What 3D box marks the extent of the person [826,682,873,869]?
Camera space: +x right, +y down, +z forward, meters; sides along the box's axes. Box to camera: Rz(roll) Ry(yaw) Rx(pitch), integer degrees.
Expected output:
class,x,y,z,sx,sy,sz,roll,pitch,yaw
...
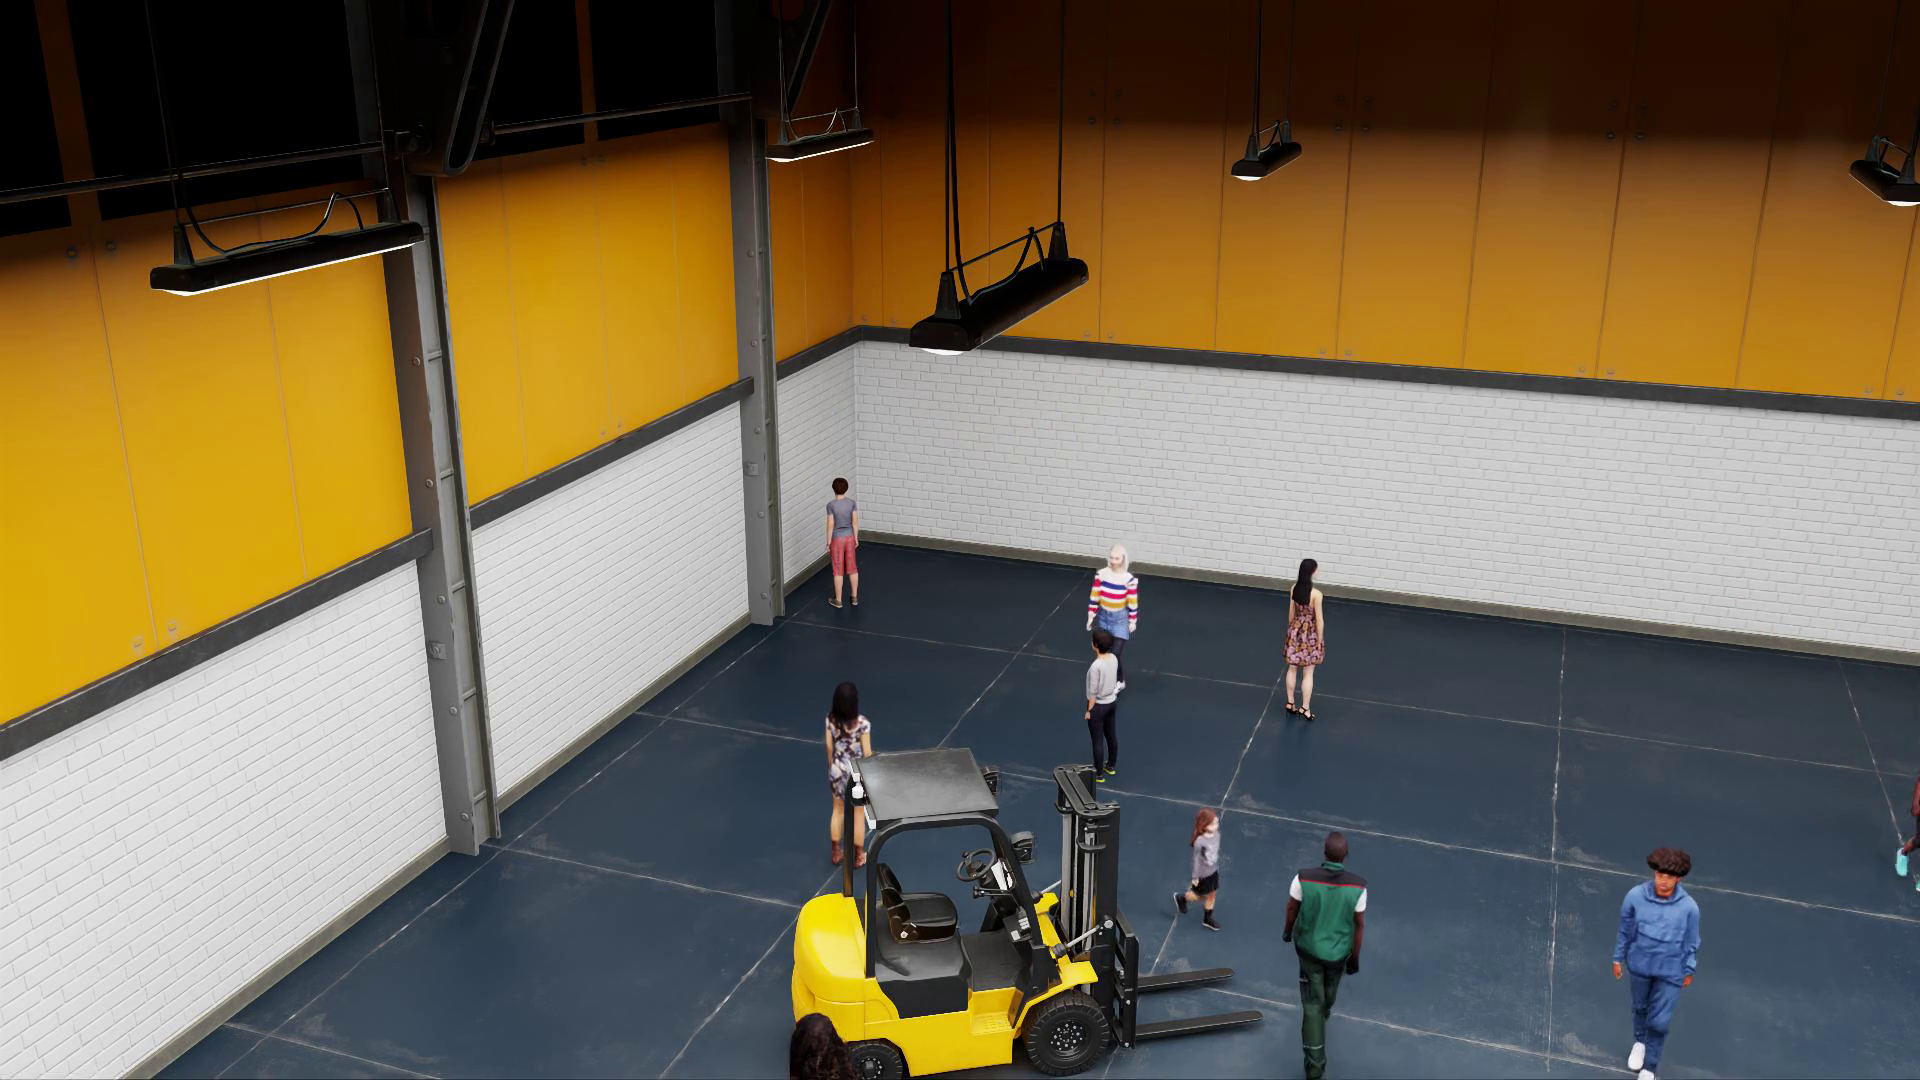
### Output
class,x,y,z,sx,sy,sz,roll,pitch,yaw
person,-0.978,2.060,14.578,0.603,1.735,0.510,7,20,19

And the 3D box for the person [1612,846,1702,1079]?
class,x,y,z,sx,sy,sz,roll,pitch,yaw
person,4.954,2.967,11.799,0.826,1.790,0.969,13,22,33

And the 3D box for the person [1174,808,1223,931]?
class,x,y,z,sx,sy,sz,roll,pitch,yaw
person,1.981,2.689,13.718,0.686,1.092,0.680,17,25,41

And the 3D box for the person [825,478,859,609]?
class,x,y,z,sx,sy,sz,roll,pitch,yaw
person,-1.466,0.024,20.757,0.670,1.650,0.725,-8,20,-22

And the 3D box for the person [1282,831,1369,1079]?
class,x,y,z,sx,sy,sz,roll,pitch,yaw
person,2.572,2.975,11.780,0.894,1.788,1.279,2,19,6

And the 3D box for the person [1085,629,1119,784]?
class,x,y,z,sx,sy,sz,roll,pitch,yaw
person,1.389,1.601,16.228,0.668,1.552,0.532,16,24,39

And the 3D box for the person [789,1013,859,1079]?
class,x,y,z,sx,sy,sz,roll,pitch,yaw
person,-0.806,3.631,10.104,0.708,1.614,0.768,-9,20,-24

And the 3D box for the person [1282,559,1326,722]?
class,x,y,z,sx,sy,sz,roll,pitch,yaw
person,3.634,1.044,17.534,0.832,1.773,0.794,-15,24,-38

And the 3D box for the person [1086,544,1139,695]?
class,x,y,z,sx,sy,sz,roll,pitch,yaw
person,1.705,0.884,18.019,0.823,1.769,1.121,12,22,32
